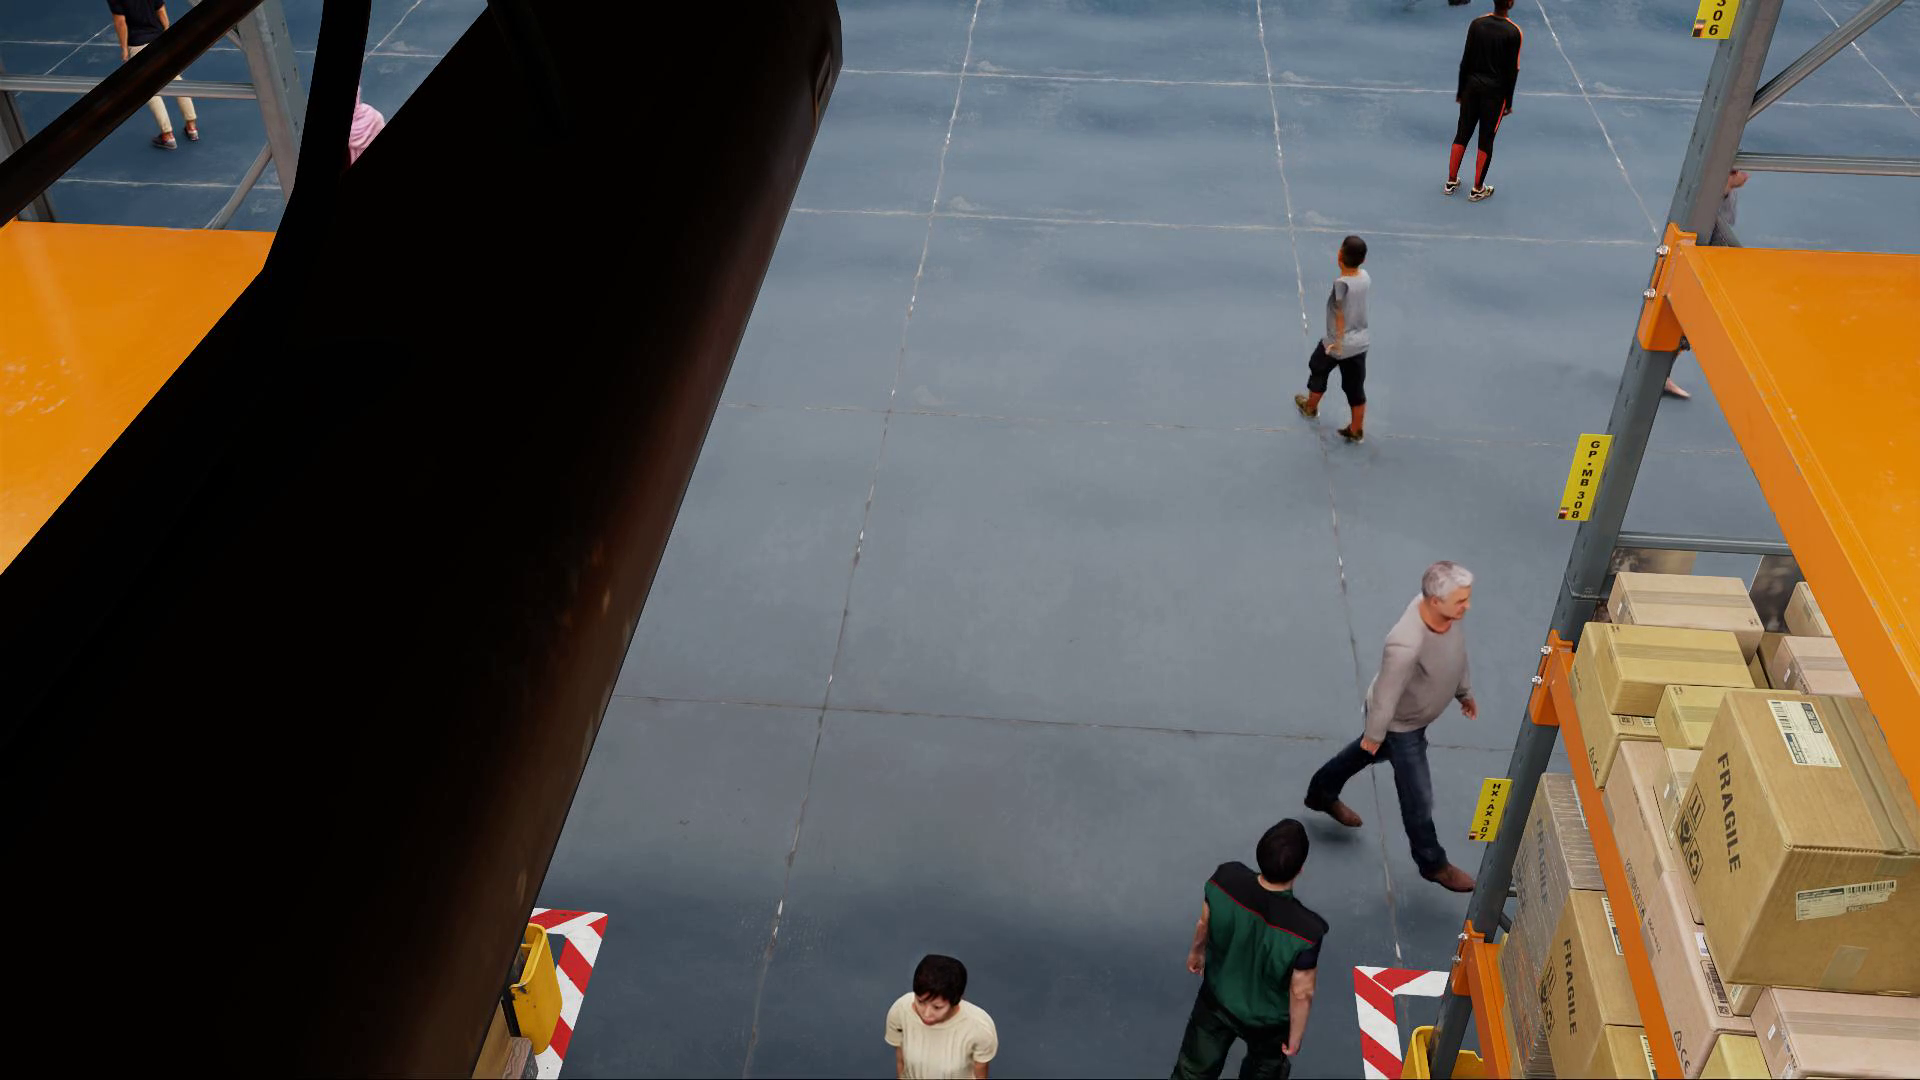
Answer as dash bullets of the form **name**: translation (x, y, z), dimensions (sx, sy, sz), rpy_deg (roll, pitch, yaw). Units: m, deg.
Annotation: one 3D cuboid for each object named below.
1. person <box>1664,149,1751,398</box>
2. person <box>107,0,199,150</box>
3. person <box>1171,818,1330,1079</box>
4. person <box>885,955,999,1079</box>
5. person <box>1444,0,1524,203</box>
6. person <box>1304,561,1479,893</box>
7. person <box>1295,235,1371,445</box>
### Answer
- **person**: translation (4.944, -1.829, 11.341), dimensions (0.887, 1.841, 0.791), rpy_deg (29, 46, 31)
- **person**: translation (-7.107, -4.361, 14.562), dimensions (0.766, 1.859, 0.661), rpy_deg (27, 46, 30)
- **person**: translation (1.093, 1.873, 6.587), dimensions (1.149, 1.869, 1.325), rpy_deg (25, 44, 28)
- **person**: translation (-0.063, 2.147, 6.467), dimensions (0.621, 1.584, 0.546), rpy_deg (11, 39, 13)
- **person**: translation (4.344, -3.712, 13.775), dimensions (0.713, 1.808, 0.723), rpy_deg (26, 45, 29)
- **person**: translation (2.048, 0.799, 7.969), dimensions (1.147, 1.858, 1.260), rpy_deg (21, 43, 25)
- **person**: translation (2.608, -1.338, 11.045), dimensions (0.864, 1.432, 0.983), rpy_deg (-24, 44, -27)
